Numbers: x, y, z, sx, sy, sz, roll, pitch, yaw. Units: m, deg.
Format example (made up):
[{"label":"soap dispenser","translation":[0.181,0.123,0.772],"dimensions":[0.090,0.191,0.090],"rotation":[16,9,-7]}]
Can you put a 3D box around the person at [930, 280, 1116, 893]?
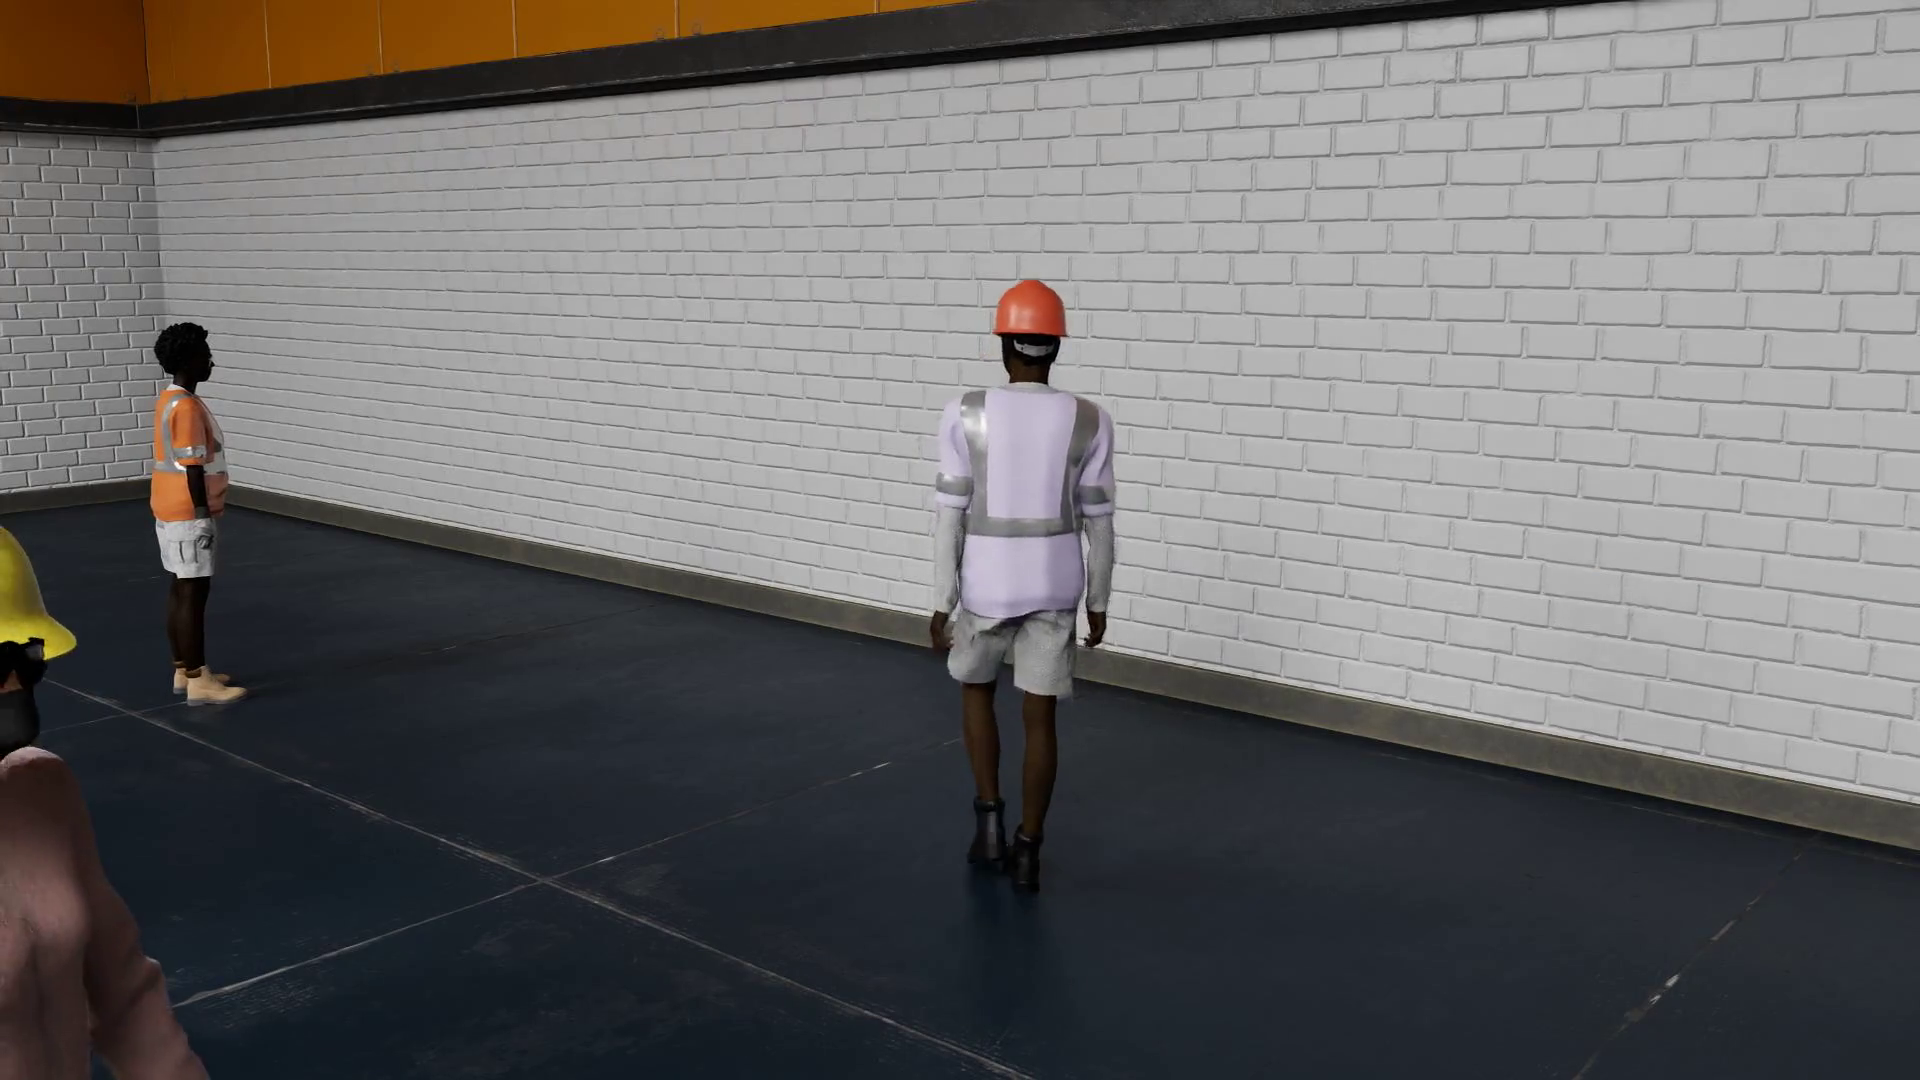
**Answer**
[{"label":"person","translation":[0.195,0.148,5.269],"dimensions":[0.585,1.921,0.473],"rotation":[0,10,-2]}]

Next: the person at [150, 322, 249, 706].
[{"label":"person","translation":[-3.430,-0.117,7.425],"dimensions":[0.322,1.696,0.536],"rotation":[-6,12,-33]}]

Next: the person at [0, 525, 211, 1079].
[{"label":"person","translation":[-1.100,0.822,1.924],"dimensions":[0.367,1.761,0.552],"rotation":[0,10,1]}]
